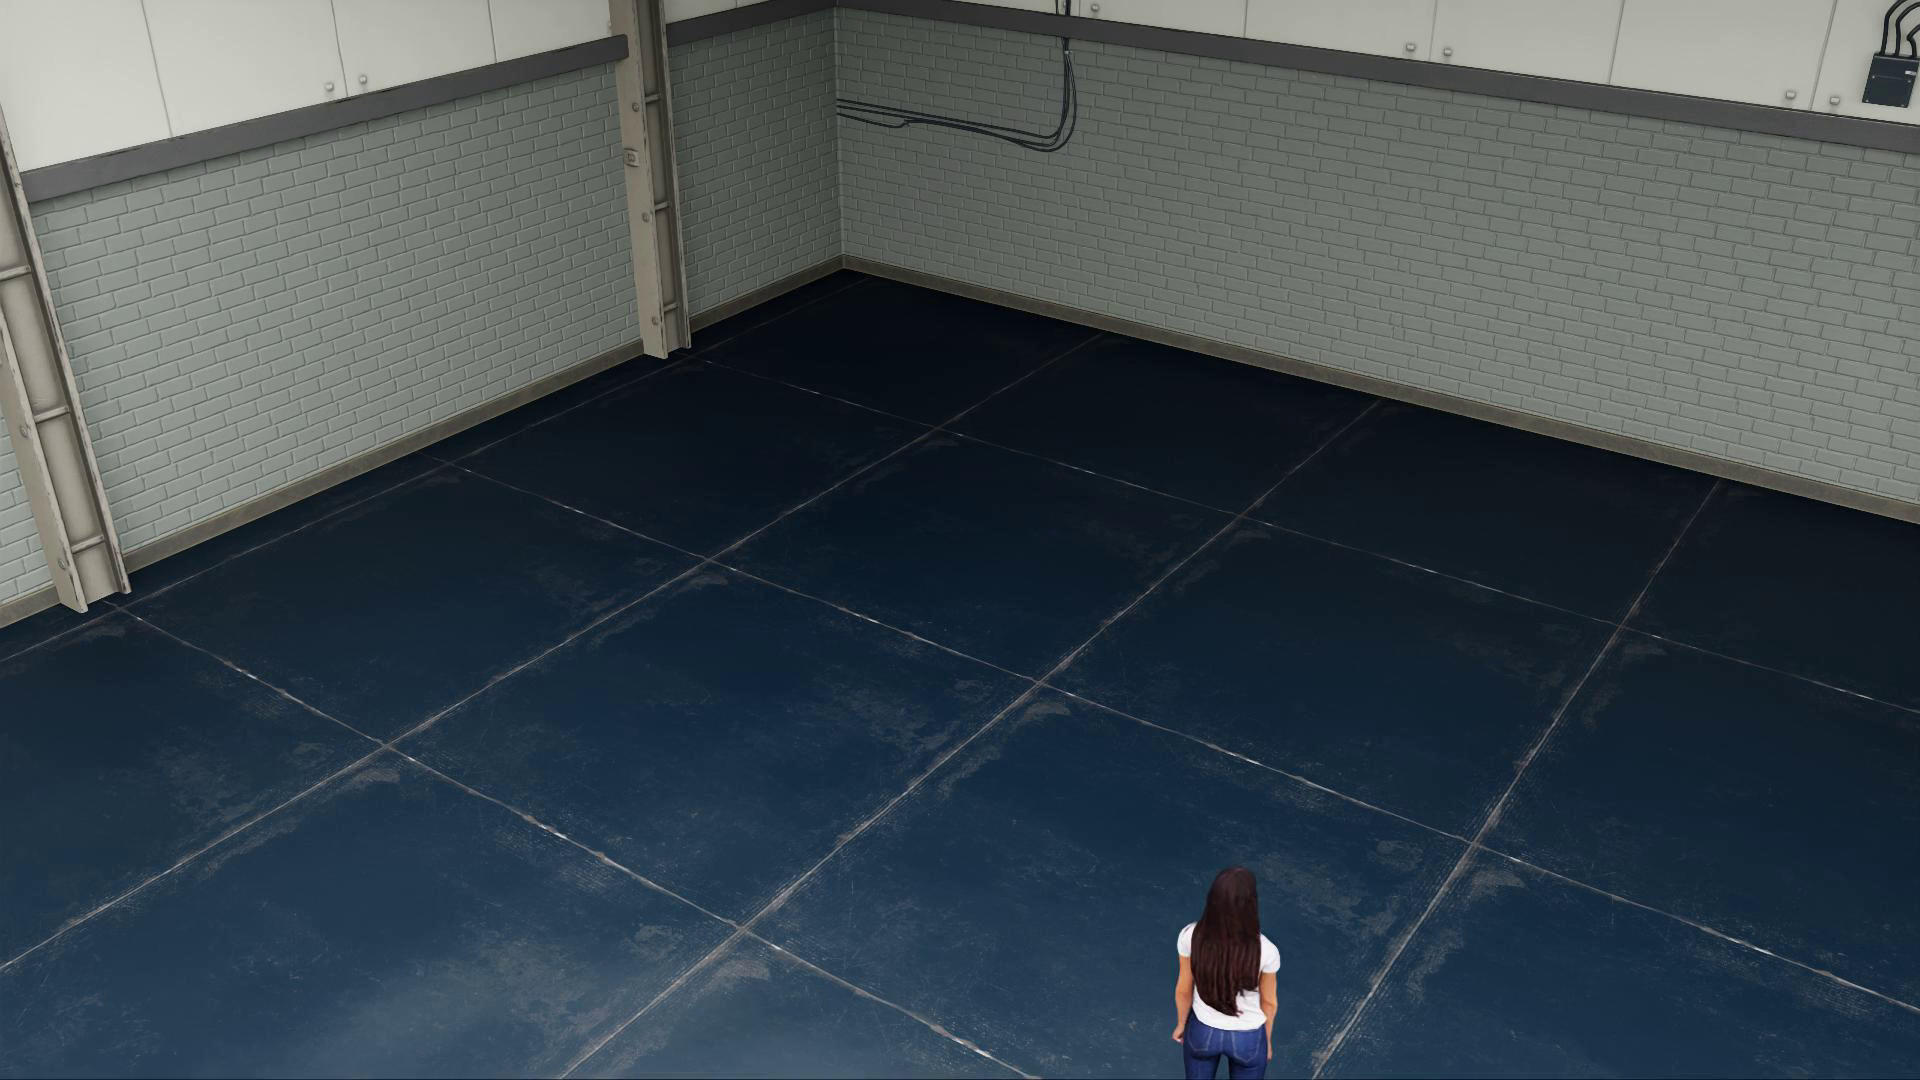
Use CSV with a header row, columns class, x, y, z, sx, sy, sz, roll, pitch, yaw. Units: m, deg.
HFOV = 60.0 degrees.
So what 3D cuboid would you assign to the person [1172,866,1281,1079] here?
class,x,y,z,sx,sy,sz,roll,pitch,yaw
person,1.131,2.138,7.098,0.645,1.775,0.610,9,29,17
